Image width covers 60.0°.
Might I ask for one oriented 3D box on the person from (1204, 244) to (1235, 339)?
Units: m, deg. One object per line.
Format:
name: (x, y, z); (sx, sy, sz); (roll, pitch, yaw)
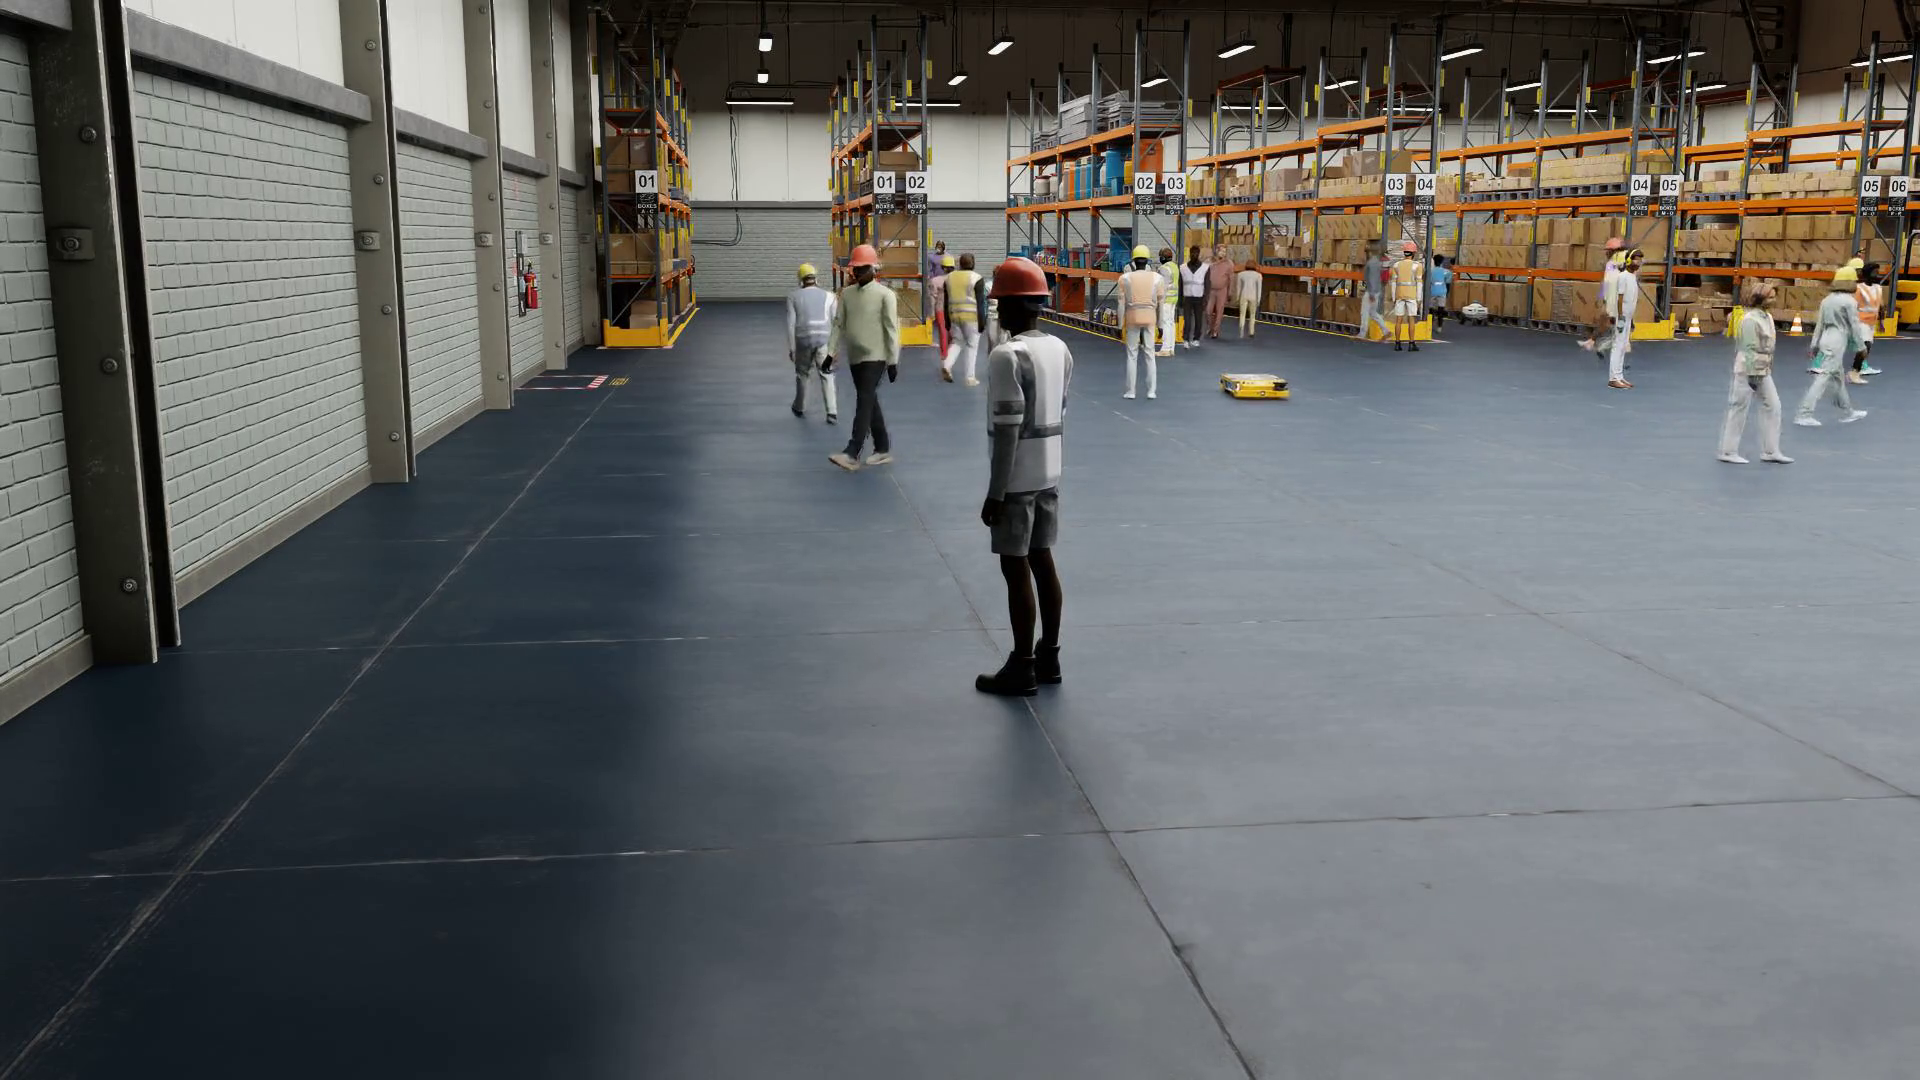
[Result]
person: (5.127, -4.949, 33.154); (0.674, 1.880, 0.580); (1, 10, 8)

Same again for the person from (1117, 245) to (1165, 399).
person: (2.255, -2.718, 20.810); (0.594, 1.922, 0.387); (0, 10, -3)

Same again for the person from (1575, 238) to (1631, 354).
person: (11.307, -4.248, 29.018); (1.031, 1.985, 0.634); (9, 14, 40)

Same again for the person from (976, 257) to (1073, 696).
person: (0.262, -0.277, 7.396); (0.363, 1.935, 0.553); (7, 12, 33)

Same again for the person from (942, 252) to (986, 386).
person: (0.042, -2.999, 22.623); (0.630, 1.827, 0.533); (7, 13, 34)

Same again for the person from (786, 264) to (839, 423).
person: (-1.612, -2.163, 18.353); (0.607, 1.733, 1.091); (-3, 11, -18)

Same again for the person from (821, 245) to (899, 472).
person: (-0.893, -1.587, 14.535); (0.617, 1.945, 0.945); (9, 14, 41)

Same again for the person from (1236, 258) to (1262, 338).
person: (5.738, -4.801, 33.093); (0.504, 1.618, 0.651); (3, 11, 15)

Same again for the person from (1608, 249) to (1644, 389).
person: (8.977, -2.975, 22.394); (0.335, 1.865, 0.520); (8, 13, 38)

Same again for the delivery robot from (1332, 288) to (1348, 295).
delivery robot: (11.402, -7.316, 49.520); (0.707, 0.478, 0.477); (1, 10, 5)

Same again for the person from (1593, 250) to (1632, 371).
person: (9.999, -3.492, 25.338); (0.549, 1.820, 0.604); (9, 13, 39)

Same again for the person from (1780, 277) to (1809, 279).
person: (20.126, -6.189, 40.093); (0.608, 1.842, 0.978); (2, 10, 8)

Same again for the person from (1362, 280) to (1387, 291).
person: (10.306, -6.494, 41.326); (0.623, 1.989, 0.391); (2, 10, 10)

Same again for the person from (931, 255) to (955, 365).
person: (-0.234, -3.638, 26.373); (0.532, 1.747, 0.710); (-4, 11, -19)

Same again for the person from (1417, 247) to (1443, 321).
person: (10.231, -5.519, 36.467); (0.643, 1.819, 0.807); (0, 10, 0)

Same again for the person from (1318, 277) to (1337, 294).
person: (10.283, -7.418, 46.561); (0.609, 1.921, 0.938); (1, 10, 7)

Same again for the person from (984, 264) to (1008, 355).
person: (0.596, -3.413, 25.455); (0.520, 1.621, 0.568); (-1, 10, -3)

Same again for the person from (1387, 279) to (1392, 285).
person: (12.366, -7.692, 48.269); (0.509, 1.860, 0.334); (-4, 11, -23)

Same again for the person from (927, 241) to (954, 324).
person: (-0.448, -5.979, 38.662); (0.634, 1.933, 0.352); (1, 10, 6)

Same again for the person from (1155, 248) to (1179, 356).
person: (3.500, -4.053, 28.366); (0.429, 1.839, 0.634); (5, 11, 25)

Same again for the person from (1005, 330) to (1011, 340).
person: (0.847, -3.052, 23.465); (0.529, 1.626, 0.365); (-3, 11, -18)

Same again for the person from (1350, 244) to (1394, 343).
person: (7.977, -4.732, 31.974); (0.782, 1.894, 0.695); (3, 11, 18)

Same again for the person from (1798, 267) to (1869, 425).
person: (9.474, -2.080, 17.937); (0.883, 1.698, 0.498); (-1, 10, -6)

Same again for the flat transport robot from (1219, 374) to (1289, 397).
flat transport robot: (3.773, -2.002, 21.423); (0.652, 0.197, 1.431); (0, 10, 0)

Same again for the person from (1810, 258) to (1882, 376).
person: (12.990, -3.253, 24.325); (0.926, 1.717, 0.525); (7, 12, 33)

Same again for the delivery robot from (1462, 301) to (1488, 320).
delivery robot: (11.825, -5.248, 38.182); (0.477, 0.478, 0.707); (-1, 10, -7)

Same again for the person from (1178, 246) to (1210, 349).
person: (4.303, -4.457, 30.554); (0.593, 1.862, 1.022); (2, 11, 13)

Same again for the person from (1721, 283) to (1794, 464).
person: (7.147, -1.458, 14.751); (0.537, 1.613, 0.682); (-9, 14, -42)

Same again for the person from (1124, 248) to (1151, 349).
person: (3.208, -4.373, 30.107); (0.509, 1.842, 0.329); (3, 11, 18)

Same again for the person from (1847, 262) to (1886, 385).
person: (12.393, -2.947, 22.741); (0.544, 1.683, 0.453); (-5, 12, -28)

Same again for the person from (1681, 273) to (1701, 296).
person: (19.186, -6.936, 43.619); (0.691, 2.000, 1.034); (0, 10, -2)

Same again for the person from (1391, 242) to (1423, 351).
person: (7.943, -4.320, 29.555); (0.546, 1.939, 0.375); (7, 12, 34)

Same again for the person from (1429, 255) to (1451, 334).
person: (10.043, -5.176, 35.024); (0.548, 1.647, 0.865); (1, 10, 5)
